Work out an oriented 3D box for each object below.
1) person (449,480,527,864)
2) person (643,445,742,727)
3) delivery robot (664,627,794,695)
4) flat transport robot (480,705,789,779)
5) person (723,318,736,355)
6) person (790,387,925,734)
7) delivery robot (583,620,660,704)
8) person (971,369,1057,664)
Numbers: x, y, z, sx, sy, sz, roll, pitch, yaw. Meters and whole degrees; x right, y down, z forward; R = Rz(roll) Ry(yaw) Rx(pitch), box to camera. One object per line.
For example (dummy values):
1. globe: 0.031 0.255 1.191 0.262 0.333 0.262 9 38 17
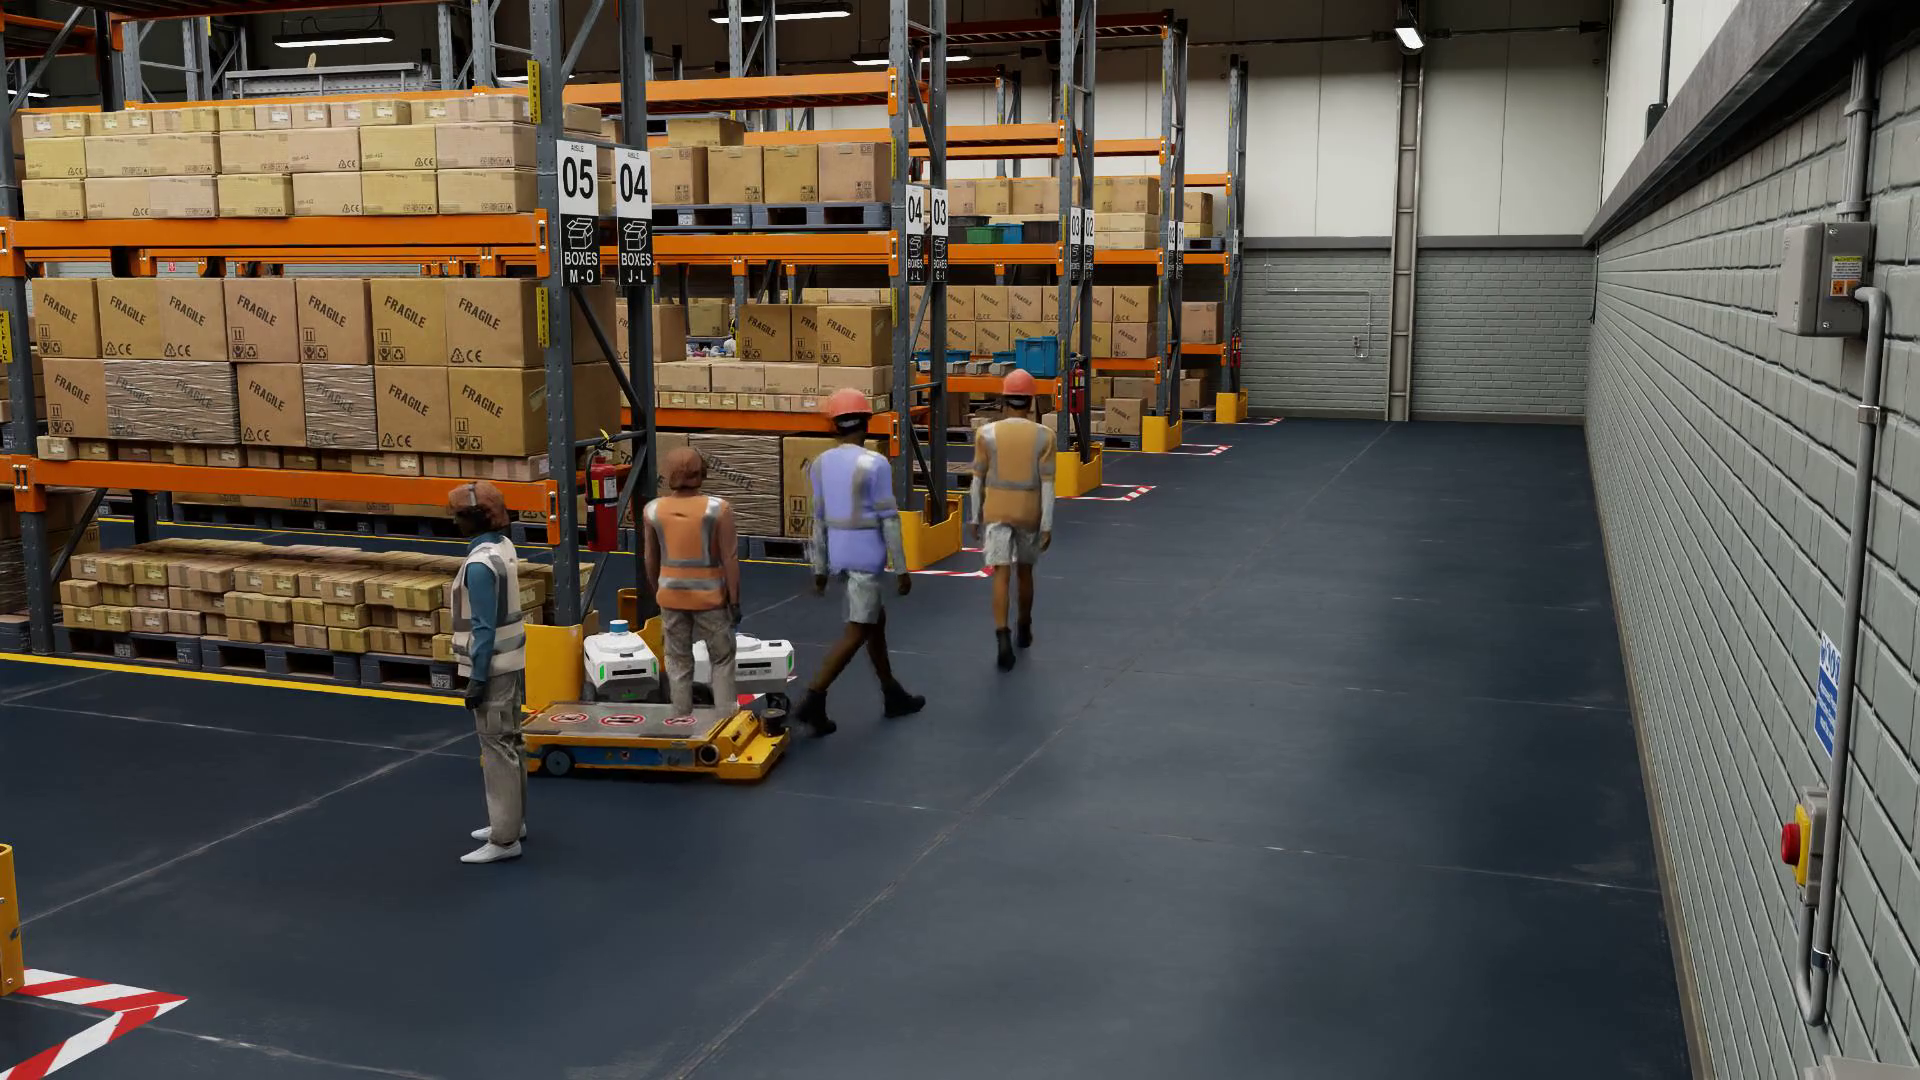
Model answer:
1. person: -2.004 0.555 7.109 0.308 1.639 0.510 -1 9 -6
2. person: -1.364 0.327 8.556 0.537 1.632 0.384 2 9 11
3. delivery robot: -1.287 0.698 9.298 0.707 0.478 0.477 -2 9 -13
4. flat transport robot: -1.644 1.012 8.511 1.431 0.197 0.652 1 9 6
5. person: -3.203 -2.261 23.965 0.328 1.872 0.515 3 10 19
6. person: -0.579 0.106 9.153 0.952 1.883 0.575 -8 12 -42
7. delivery robot: -1.907 0.692 9.332 0.477 0.478 0.707 -3 10 -19
8. person: 0.346 -0.162 10.816 0.561 1.896 0.974 1 9 4
